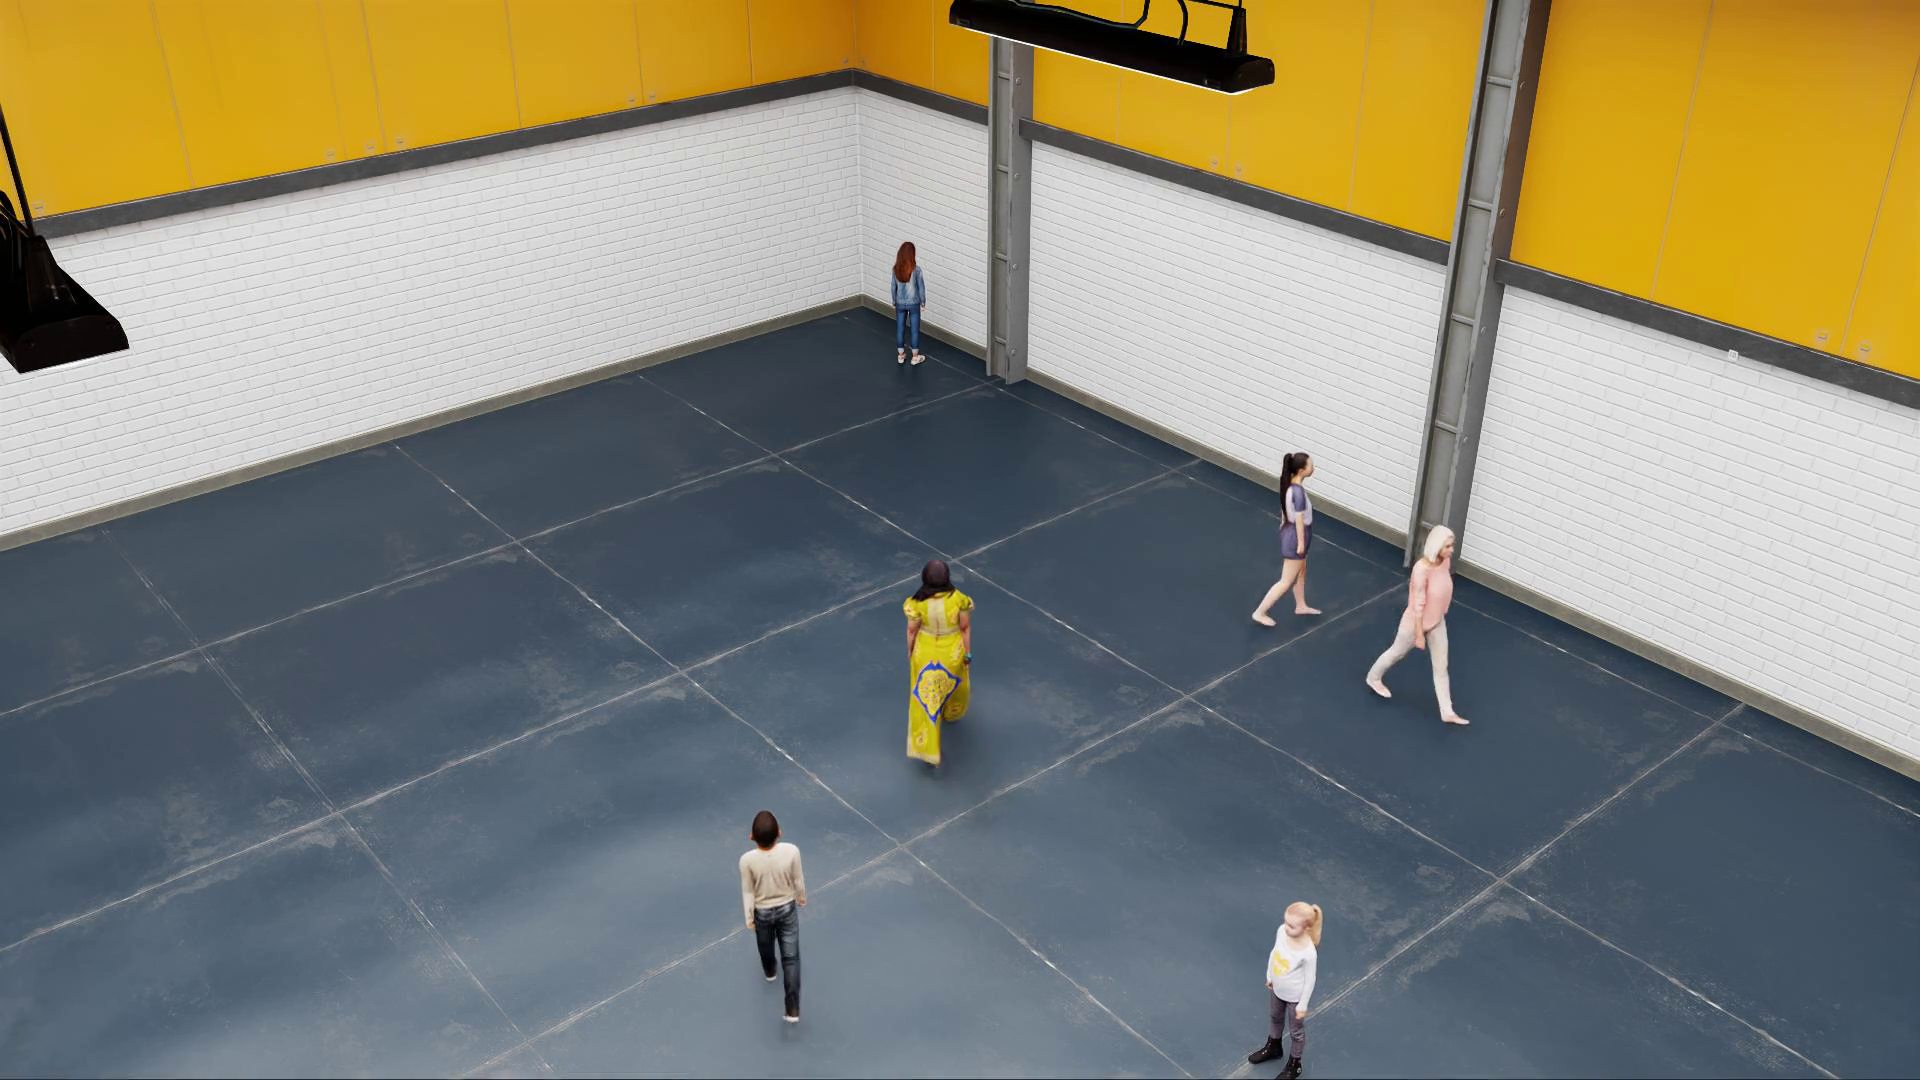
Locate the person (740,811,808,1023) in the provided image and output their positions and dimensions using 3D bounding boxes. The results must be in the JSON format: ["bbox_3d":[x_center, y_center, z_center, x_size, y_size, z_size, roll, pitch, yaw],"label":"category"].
[{"bbox_3d":[-1.130,2.333,10.280,0.858,1.443,1.071,-6,29,-10],"label":"person"}]

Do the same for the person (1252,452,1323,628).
[{"bbox_3d":[2.814,0.006,14.348,0.961,1.632,0.939,-1,29,-2],"label":"person"}]

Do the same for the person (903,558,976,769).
[{"bbox_3d":[-0.155,0.959,12.632,1.220,1.603,1.439,-3,29,-6],"label":"person"}]

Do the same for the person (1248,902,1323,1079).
[{"bbox_3d":[1.963,2.657,9.856,0.577,1.279,0.473,-16,33,-27],"label":"person"}]

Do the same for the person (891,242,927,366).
[{"bbox_3d":[-0.620,-2.800,19.654,0.593,1.477,0.701,9,30,16],"label":"person"}]

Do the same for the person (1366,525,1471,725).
[{"bbox_3d":[3.590,0.629,13.166,0.630,1.671,1.177,-23,36,-35],"label":"person"}]
